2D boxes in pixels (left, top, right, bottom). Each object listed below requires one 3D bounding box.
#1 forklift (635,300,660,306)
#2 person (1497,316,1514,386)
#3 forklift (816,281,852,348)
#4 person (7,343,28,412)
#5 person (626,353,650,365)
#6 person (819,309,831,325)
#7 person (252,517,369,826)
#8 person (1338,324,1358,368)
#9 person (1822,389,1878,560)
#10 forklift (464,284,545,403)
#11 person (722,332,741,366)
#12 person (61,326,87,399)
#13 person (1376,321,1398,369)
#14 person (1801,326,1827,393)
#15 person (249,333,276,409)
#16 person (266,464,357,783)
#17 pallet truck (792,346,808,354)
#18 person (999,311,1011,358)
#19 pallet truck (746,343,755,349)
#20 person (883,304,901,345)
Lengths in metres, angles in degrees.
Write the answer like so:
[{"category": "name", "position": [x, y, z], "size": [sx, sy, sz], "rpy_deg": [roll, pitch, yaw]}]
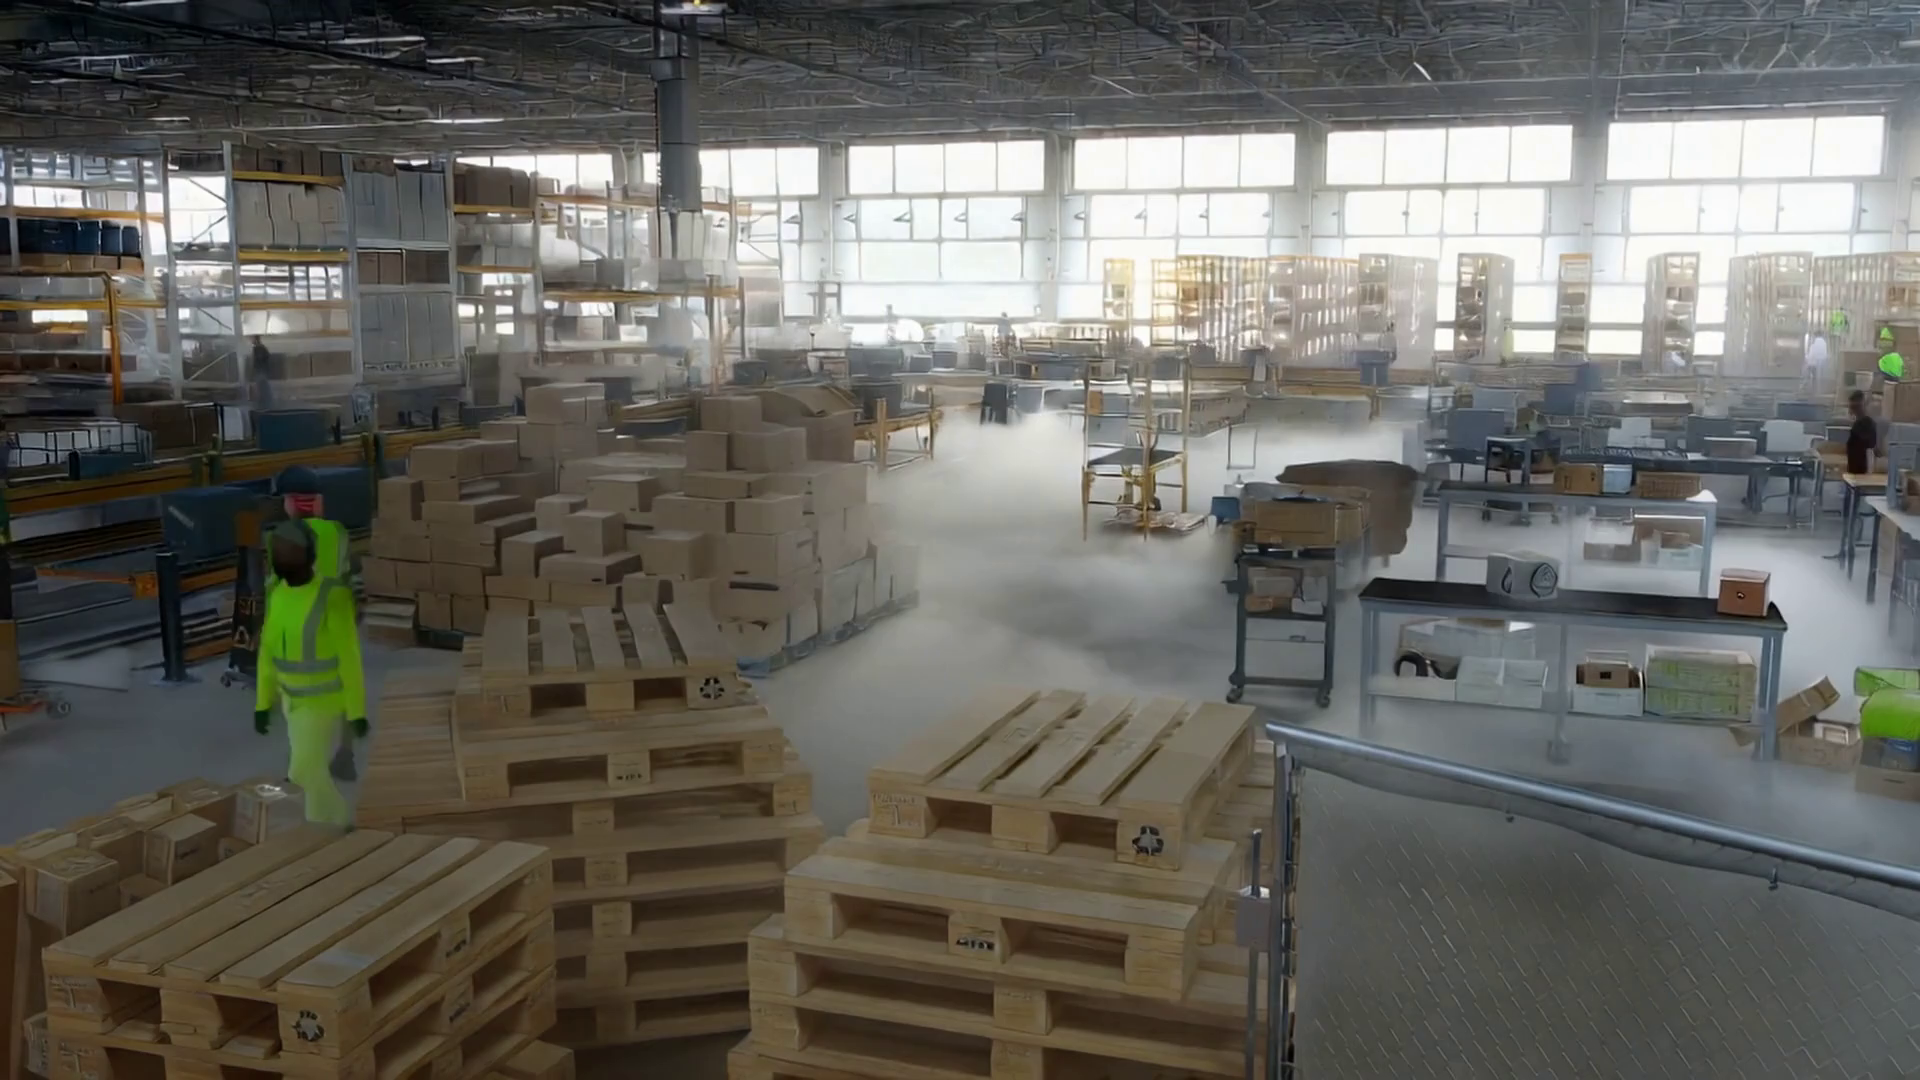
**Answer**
[{"category": "forklift", "position": [-9.229, -6.327, 49.816], "size": [1.129, 2.768, 1.873], "rpy_deg": [2, 9, 12]}, {"category": "person", "position": [13.918, -4.719, 42.526], "size": [0.436, 1.981, 0.648], "rpy_deg": [7, 11, 37]}, {"category": "forklift", "position": [-4.965, -8.488, 63.386], "size": [1.129, 2.768, 1.873], "rpy_deg": [3, 10, 20]}, {"category": "person", "position": [-20.339, -3.443, 35.750], "size": [0.812, 1.592, 0.503], "rpy_deg": [2, 9, 14]}, {"category": "person", "position": [-8.420, -4.740, 43.250], "size": [0.623, 1.790, 0.870], "rpy_deg": [3, 9, 16]}, {"category": "person", "position": [-4.309, -6.421, 53.326], "size": [0.390, 1.948, 0.605], "rpy_deg": [2, 9, 14]}, {"category": "person", "position": [-3.204, 0.808, 8.166], "size": [0.615, 1.867, 0.437], "rpy_deg": [6, 11, 34]}, {"category": "person", "position": [9.848, -4.583, 42.272], "size": [0.592, 1.797, 0.588], "rpy_deg": [-4, 10, -25]}, {"category": "person", "position": [9.546, -0.667, 17.523], "size": [0.600, 1.855, 0.518], "rpy_deg": [3, 9, 17]}, {"category": "forklift", "position": [-10.832, -4.702, 39.610], "size": [1.129, 2.768, 1.873], "rpy_deg": [3, 10, 20]}, {"category": "person", "position": [-5.556, -4.217, 40.356], "size": [0.548, 1.668, 0.797], "rpy_deg": [-7, 11, -37]}, {"category": "person", "position": [-21.839, -4.357, 40.862], "size": [0.577, 1.794, 0.896], "rpy_deg": [3, 10, 18]}, {"category": "person", "position": [10.738, -4.550, 41.748], "size": [0.669, 1.889, 0.443], "rpy_deg": [-6, 11, -34]}, {"category": "person", "position": [20.657, -4.258, 40.132], "size": [0.418, 1.820, 0.619], "rpy_deg": [3, 10, 19]}, {"category": "person", "position": [-14.287, -3.312, 34.073], "size": [0.486, 1.864, 0.715], "rpy_deg": [-6, 11, -33]}, {"category": "person", "position": [-3.845, 0.515, 9.806], "size": [0.373, 1.934, 0.551], "rpy_deg": [5, 10, 28]}, {"category": "pallet truck", "position": [-3.705, -4.298, 42.022], "size": [0.653, 1.274, 1.630], "rpy_deg": [3, 10, 20]}, {"category": "person", "position": [1.656, -7.533, 60.985], "size": [0.485, 1.735, 0.343], "rpy_deg": [-4, 10, -24]}, {"category": "pallet truck", "position": [-6.183, -4.618, 44.264], "size": [1.601, 1.201, 0.680], "rpy_deg": [-9, 12, -43]}, {"category": "person", "position": [-2.696, -8.383, 65.882], "size": [1.042, 1.883, 0.549], "rpy_deg": [2, 9, 10]}]
